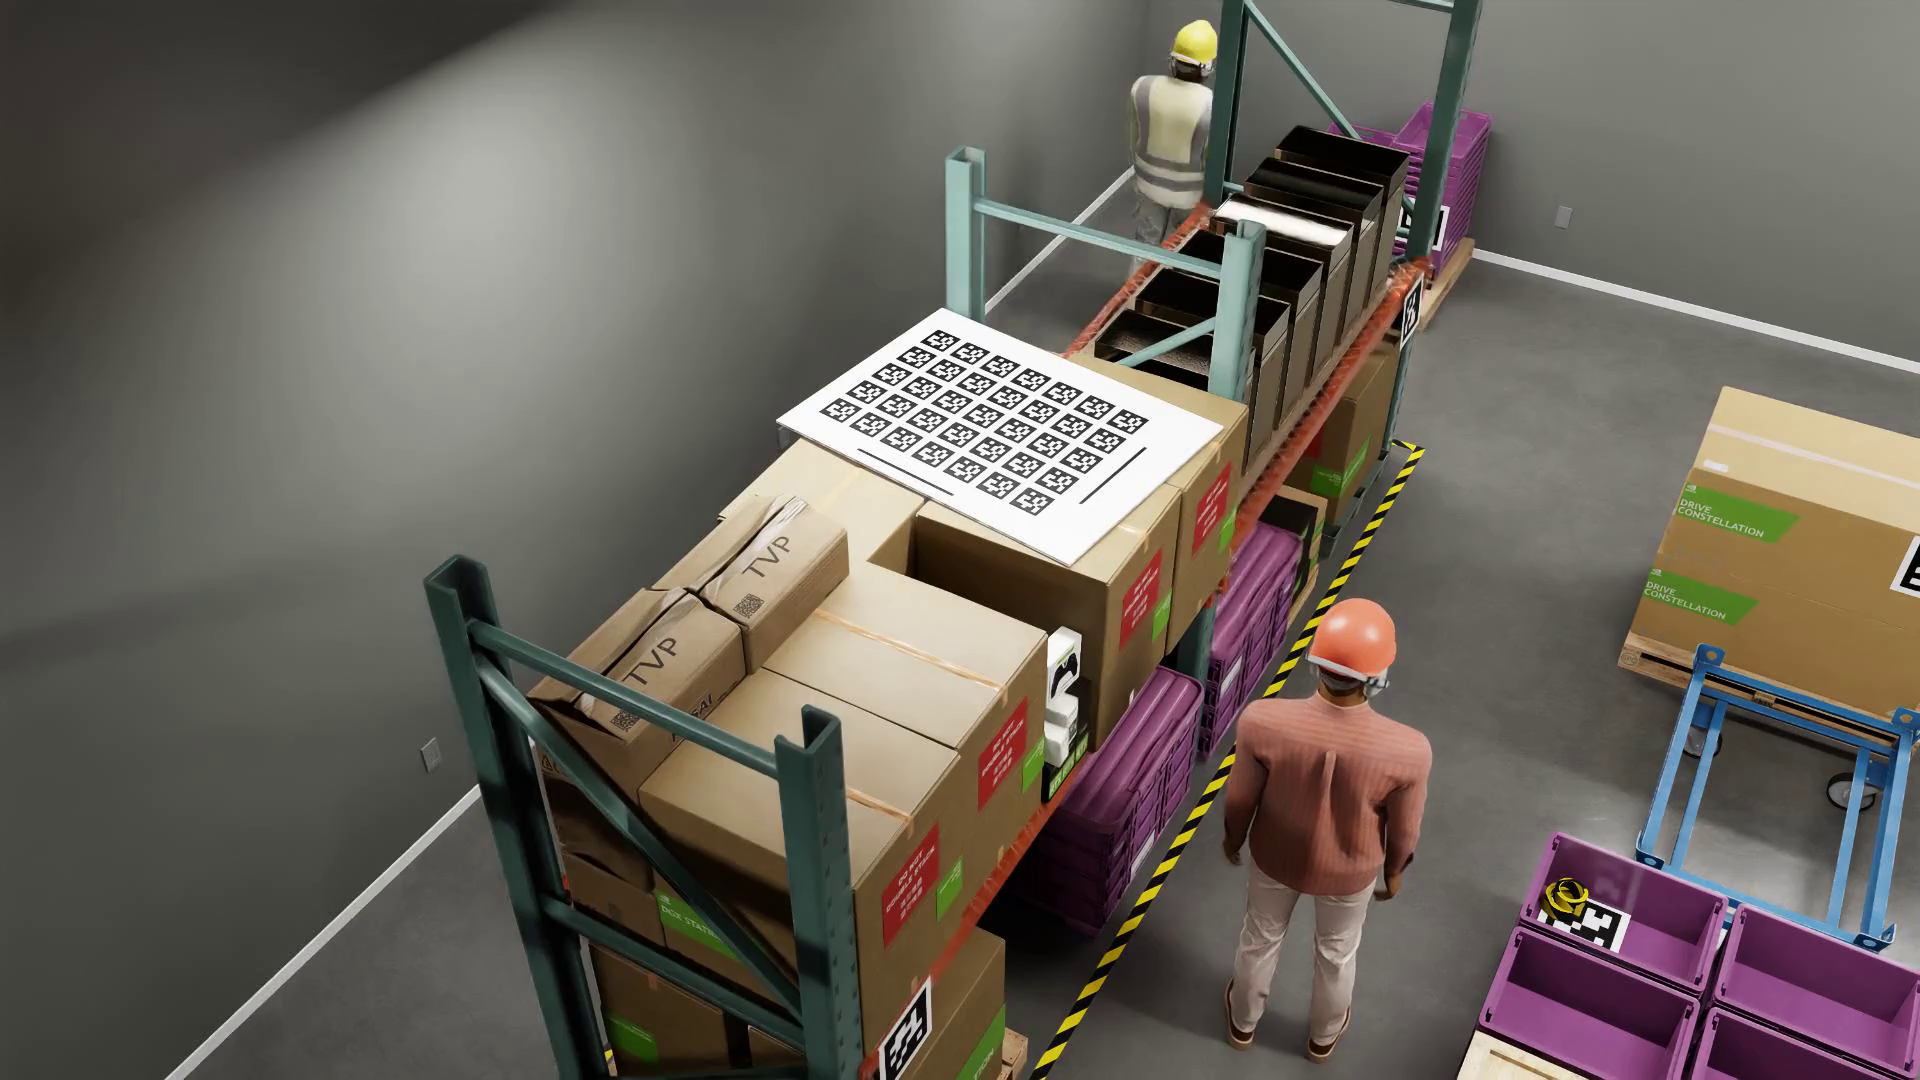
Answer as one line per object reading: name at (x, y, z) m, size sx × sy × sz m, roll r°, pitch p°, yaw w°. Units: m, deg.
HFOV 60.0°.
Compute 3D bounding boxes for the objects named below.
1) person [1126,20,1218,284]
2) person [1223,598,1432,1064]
person at (1.155, -1.928, 9.010) m, size 0.590 × 1.794 × 0.898 m, roll 17°, pitch 43°, yaw 19°
person at (1.150, 0.987, 5.384) m, size 0.608 × 1.987 × 0.391 m, roll 11°, pitch 41°, yaw 13°
